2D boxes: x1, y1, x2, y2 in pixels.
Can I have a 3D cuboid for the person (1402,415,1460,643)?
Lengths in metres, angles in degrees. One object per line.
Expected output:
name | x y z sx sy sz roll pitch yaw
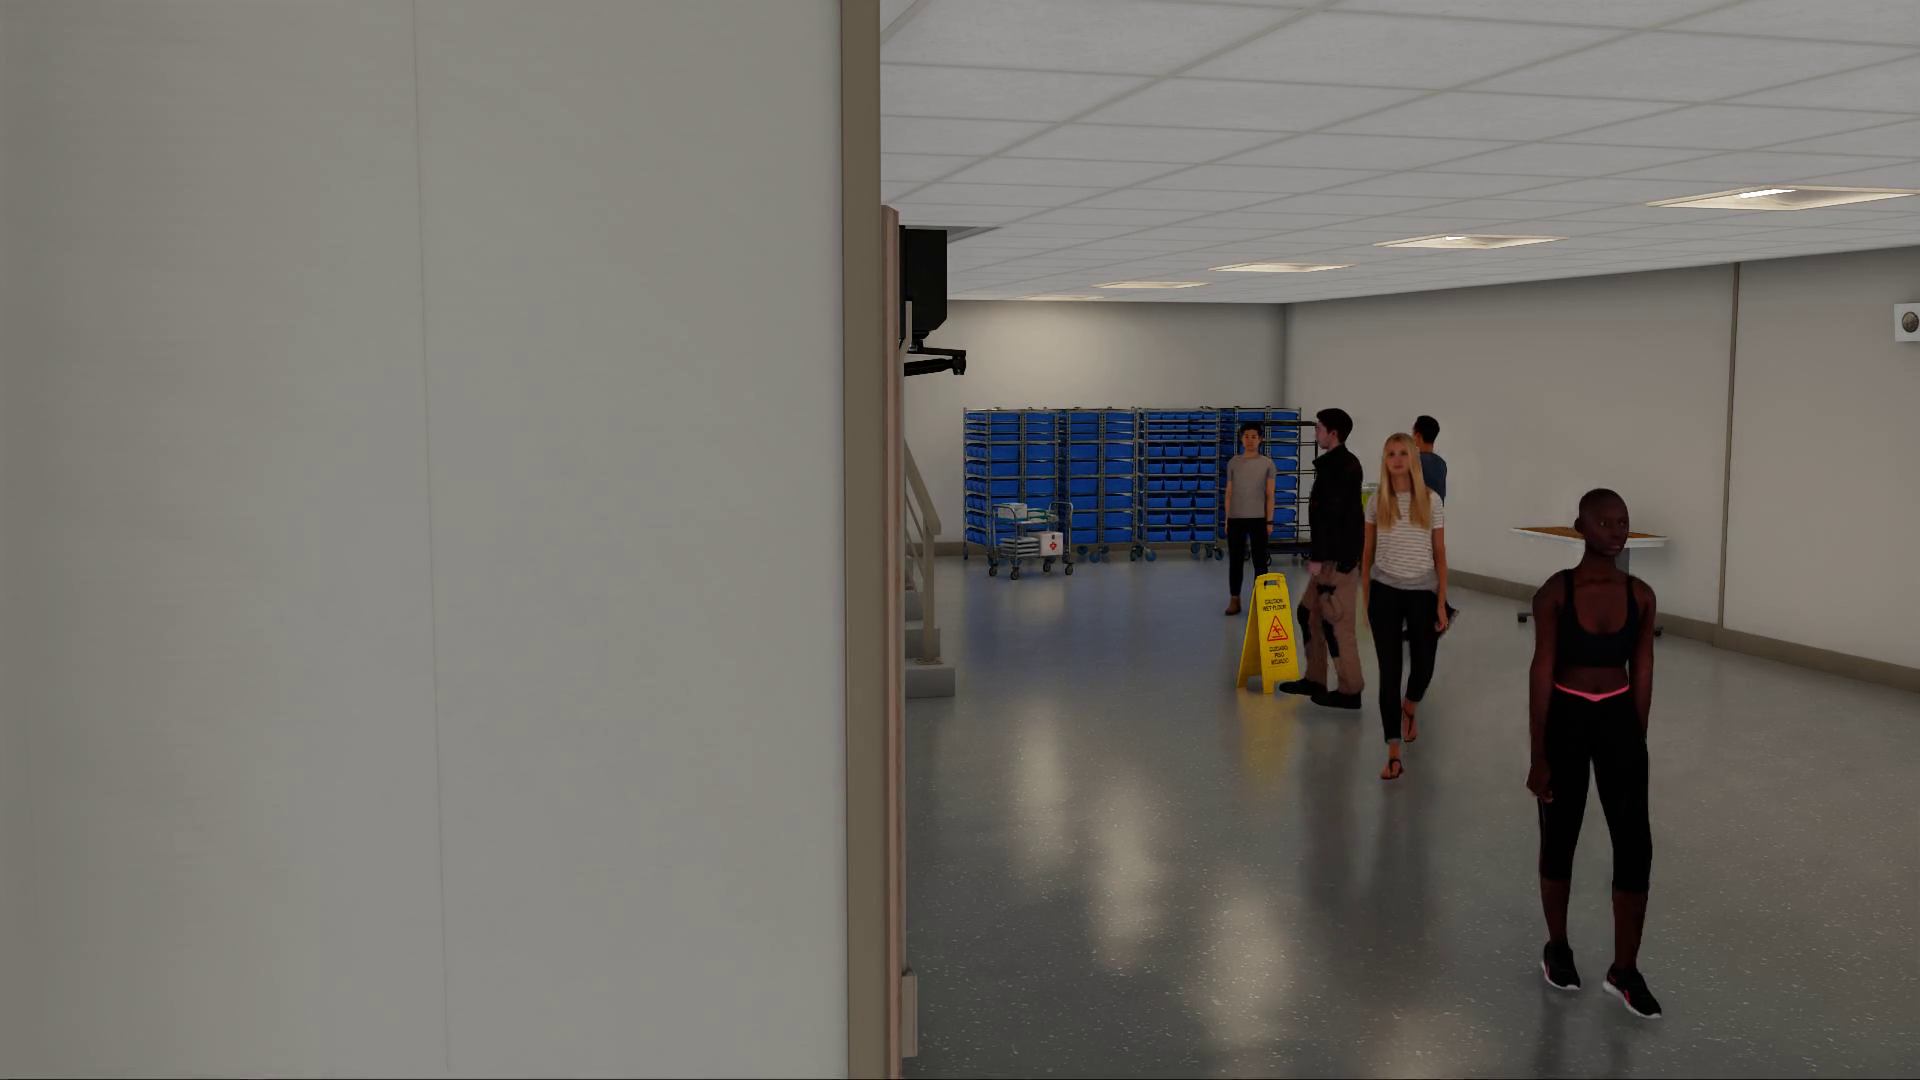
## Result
person | 3.657 -0.055 12.948 0.878 1.796 1.008 -5 8 -41

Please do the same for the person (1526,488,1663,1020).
person | 2.143 0.694 5.780 0.774 1.739 0.922 1 6 6

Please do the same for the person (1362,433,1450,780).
person | 2.394 0.342 8.941 0.941 1.807 1.137 2 6 16

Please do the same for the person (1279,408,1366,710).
person | 2.470 0.125 10.566 0.969 1.913 0.911 2 6 17

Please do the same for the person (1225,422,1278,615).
person | 2.564 -0.195 14.730 0.674 1.717 0.714 3 6 24
